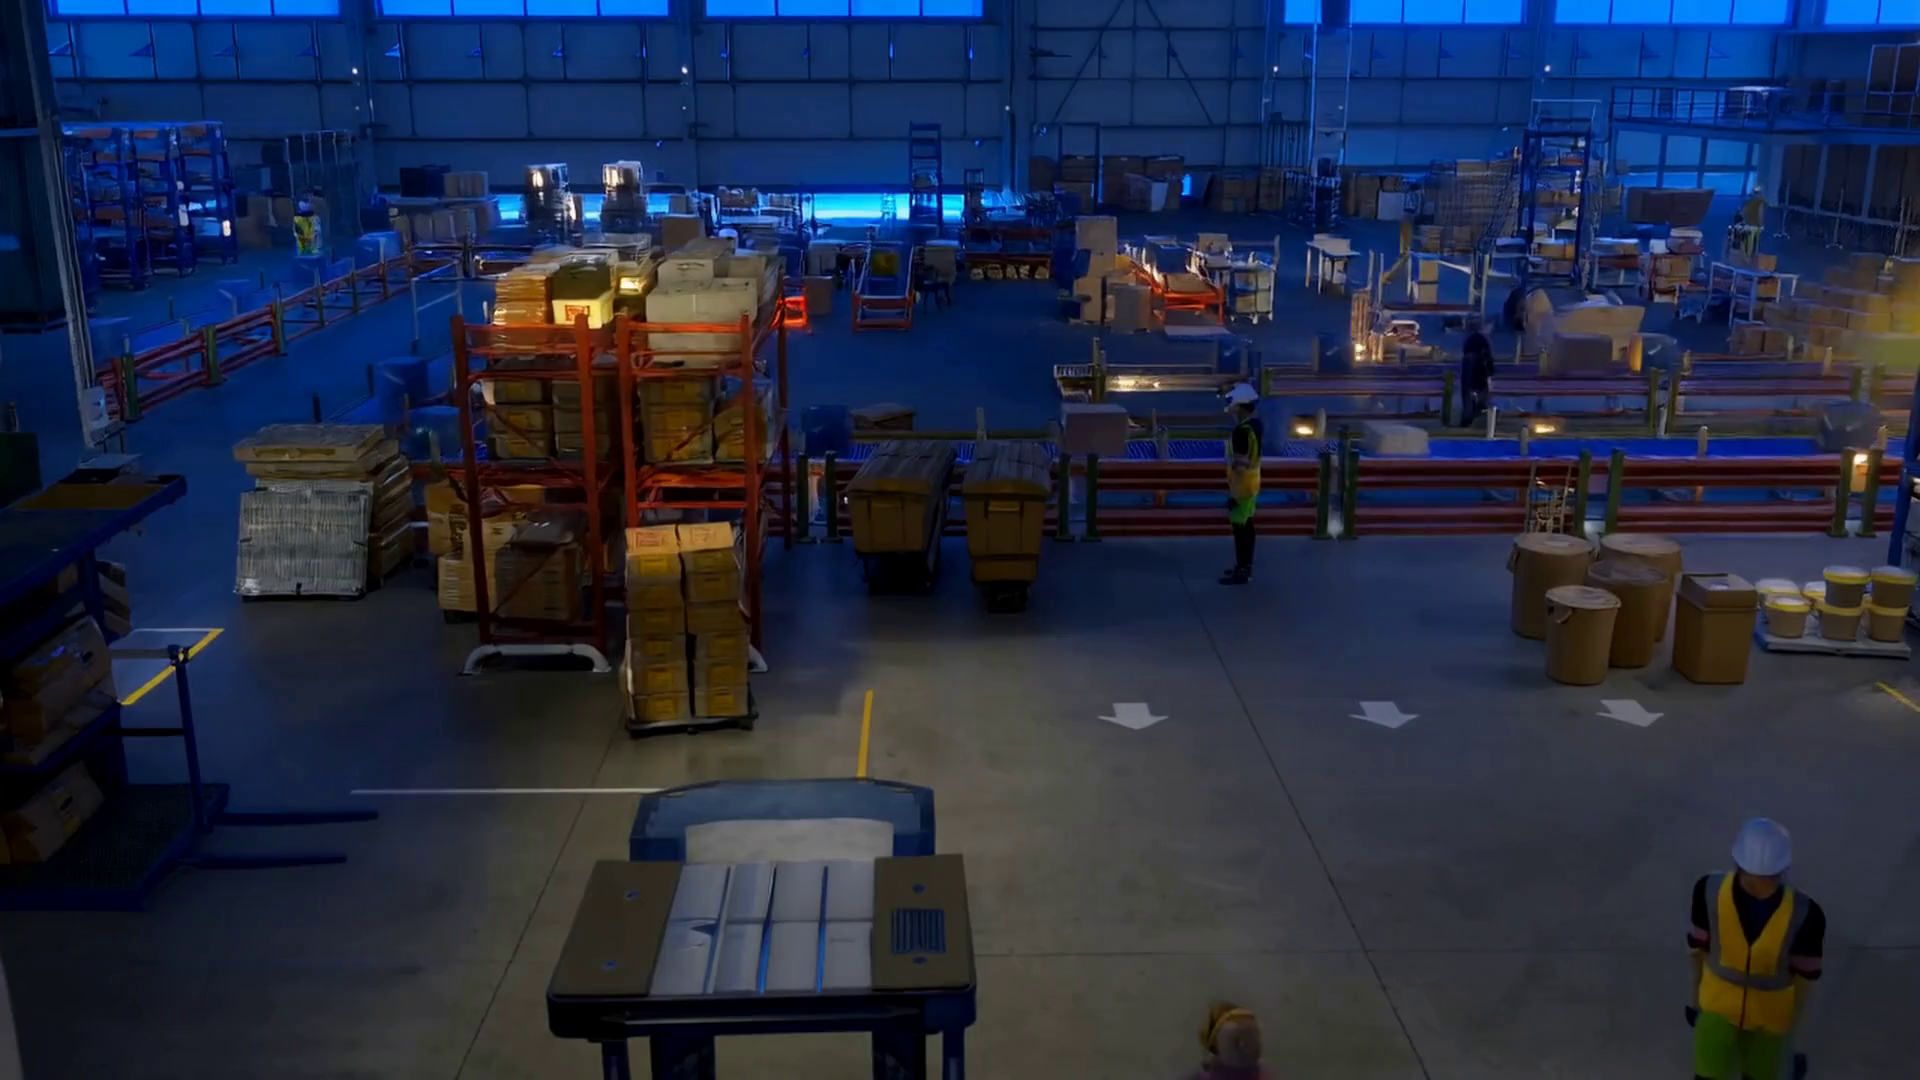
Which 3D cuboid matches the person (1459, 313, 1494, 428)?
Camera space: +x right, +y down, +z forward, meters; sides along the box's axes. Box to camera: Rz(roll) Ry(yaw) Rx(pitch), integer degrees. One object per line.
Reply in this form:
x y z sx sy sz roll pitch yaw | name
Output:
6.873 -2.063 22.011 0.524 1.886 0.675 2 16 6 | person

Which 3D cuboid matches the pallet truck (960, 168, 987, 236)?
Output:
0.383 -10.230 50.206 0.823 1.965 1.885 -1 16 -3 | pallet truck

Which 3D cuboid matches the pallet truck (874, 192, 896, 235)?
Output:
-2.277 -9.986 50.594 0.653 1.274 1.630 0 16 -1 | pallet truck

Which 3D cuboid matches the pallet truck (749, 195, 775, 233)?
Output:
-6.051 -9.967 50.660 0.680 1.201 1.601 0 16 -1 | pallet truck

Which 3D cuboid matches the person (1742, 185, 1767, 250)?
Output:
20.814 -8.329 43.660 0.619 1.957 0.682 -9 18 -29 | person

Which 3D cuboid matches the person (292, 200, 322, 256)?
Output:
-14.862 -6.708 37.883 0.605 2.045 0.388 -4 17 -14 | person

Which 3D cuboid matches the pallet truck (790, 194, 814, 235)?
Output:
-4.814 -9.883 50.259 0.704 1.261 1.522 -1 16 -3 | pallet truck

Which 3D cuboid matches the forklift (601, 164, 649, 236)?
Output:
-9.948 -10.127 49.296 1.157 1.987 2.680 -1 16 -3 | forklift

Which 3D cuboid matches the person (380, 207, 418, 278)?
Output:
-13.579 -7.169 40.101 0.946 1.696 0.578 -12 20 -36 | person

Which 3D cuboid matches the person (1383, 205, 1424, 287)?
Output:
10.330 -6.843 38.662 0.927 1.870 0.531 3 16 10 | person

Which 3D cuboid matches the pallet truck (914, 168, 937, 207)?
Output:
-0.989 -10.316 50.507 0.823 1.965 1.885 1 16 3 | pallet truck

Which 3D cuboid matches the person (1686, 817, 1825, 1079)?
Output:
3.475 2.138 7.387 0.564 1.904 0.876 10 19 30 | person

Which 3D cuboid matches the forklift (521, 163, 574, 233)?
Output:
-12.233 -10.122 49.298 1.157 1.987 2.680 0 16 -1 | forklift

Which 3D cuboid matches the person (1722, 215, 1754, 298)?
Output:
17.082 -6.221 36.589 0.599 1.828 0.403 14 21 41 | person

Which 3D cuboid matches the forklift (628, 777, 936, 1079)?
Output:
-0.542 2.165 5.552 1.129 2.768 1.873 -1 16 -2 | forklift

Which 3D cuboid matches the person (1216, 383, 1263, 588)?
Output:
2.765 -0.540 16.445 0.373 2.043 0.615 7 17 22 | person

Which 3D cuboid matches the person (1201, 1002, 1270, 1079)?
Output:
0.966 2.565 5.985 0.657 1.863 0.993 -4 17 -14 | person

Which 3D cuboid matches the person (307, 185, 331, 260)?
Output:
-16.792 -8.272 43.465 0.628 1.970 0.852 6 17 19 | person

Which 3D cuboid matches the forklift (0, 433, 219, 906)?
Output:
-5.952 0.780 10.366 1.873 2.768 1.129 0 16 -1 | forklift
